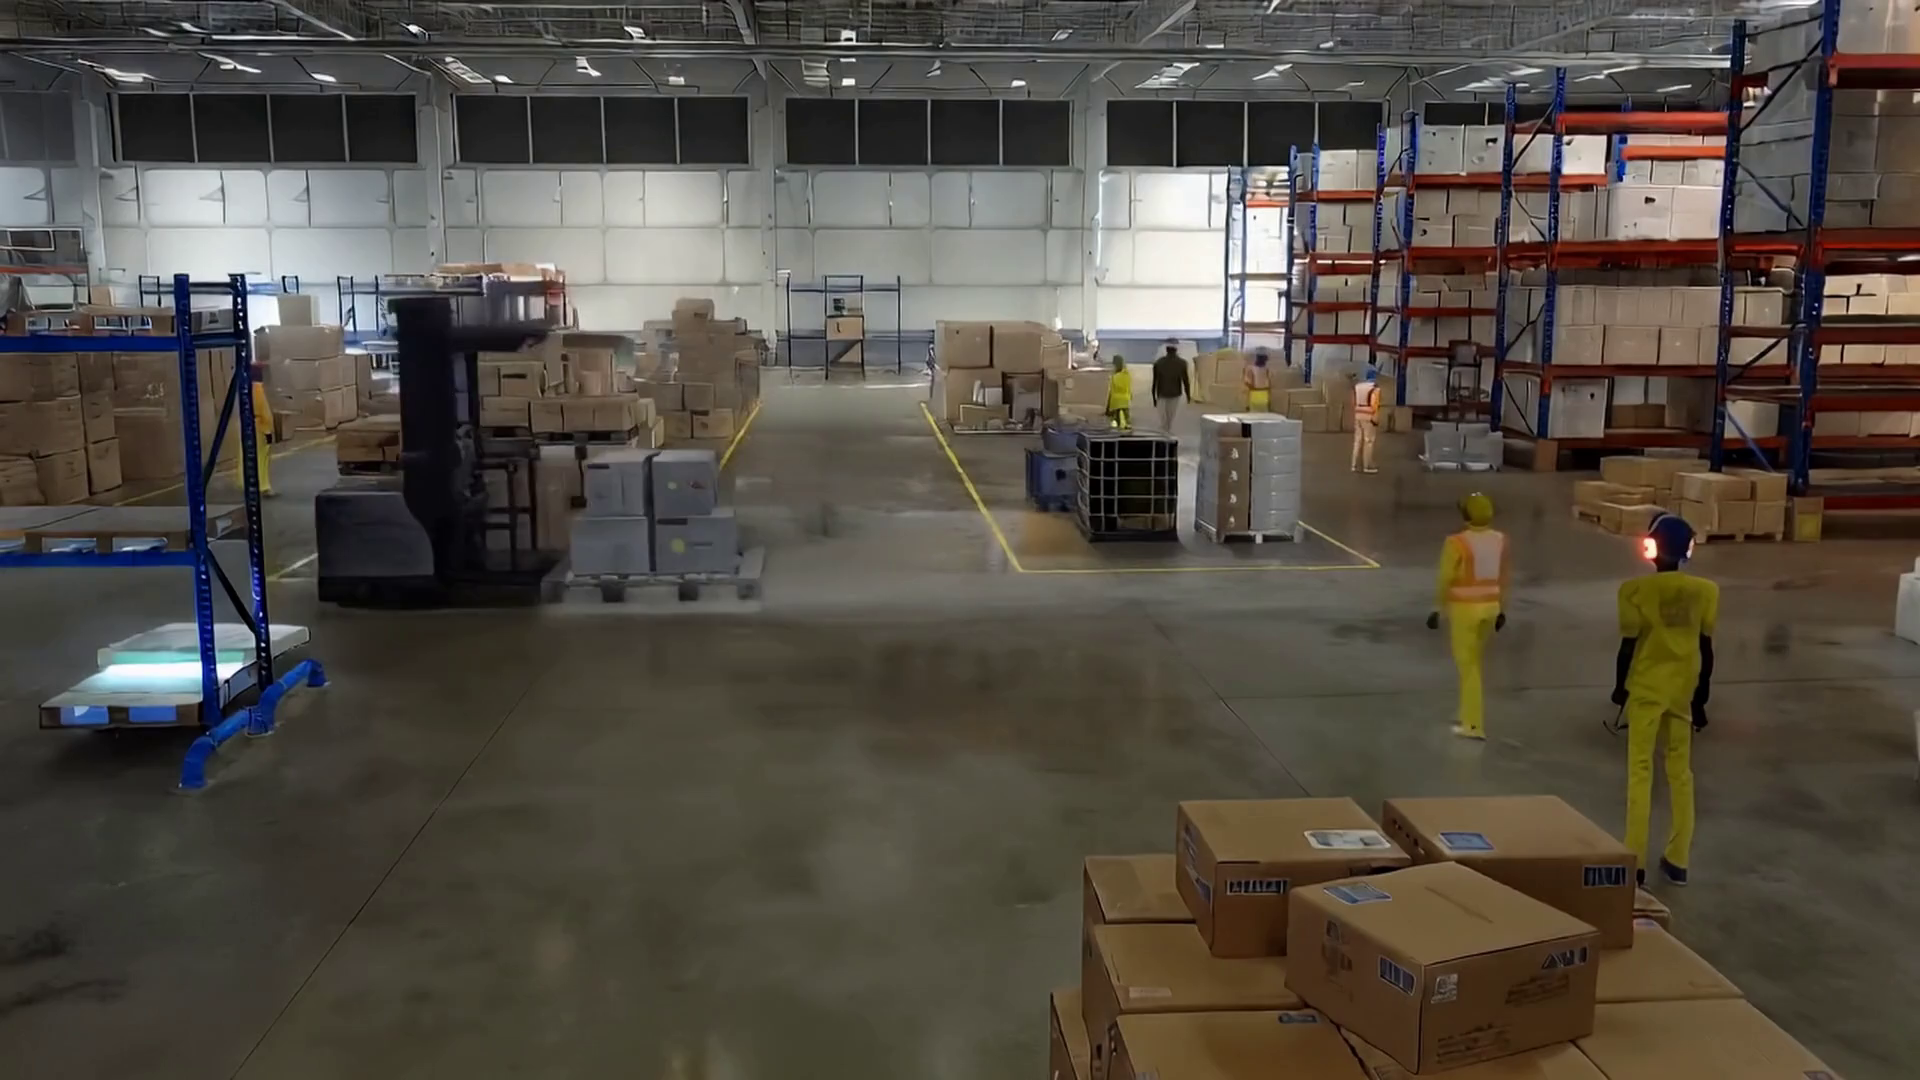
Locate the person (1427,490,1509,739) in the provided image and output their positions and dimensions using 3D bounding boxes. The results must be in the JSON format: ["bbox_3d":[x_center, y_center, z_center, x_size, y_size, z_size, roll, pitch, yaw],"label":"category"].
[{"bbox_3d":[3.323,0.481,10.970,0.518,1.621,0.563,-5,10,-27],"label":"person"}]

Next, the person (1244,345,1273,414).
[{"bbox_3d":[4.929,-2.263,27.381,0.580,1.869,0.982,-3,9,-16],"label":"person"}]

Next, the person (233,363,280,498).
[{"bbox_3d":[-9.591,-1.488,22.644,0.621,1.840,0.430,6,11,31],"label":"person"}]

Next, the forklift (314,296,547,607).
[{"bbox_3d":[-4.925,-0.854,15.393,1.873,2.768,1.129,-1,9,-4],"label":"forklift"}]

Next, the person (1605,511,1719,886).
[{"bbox_3d":[3.463,0.786,8.242,0.513,1.877,0.328,-1,9,-4],"label":"person"}]

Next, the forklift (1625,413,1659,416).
[{"bbox_3d":[14.156,-4.124,35.928,1.873,2.768,1.129,3,10,21],"label":"forklift"}]

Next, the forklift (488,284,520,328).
[{"bbox_3d":[-10.069,-4.272,36.855,1.873,2.768,1.129,-7,11,-37],"label":"forklift"}]

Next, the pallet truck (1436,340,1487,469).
[{"bbox_3d":[8.004,-2.170,26.422,0.823,1.965,1.885,2,9,14],"label":"pallet truck"}]

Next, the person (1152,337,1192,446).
[{"bbox_3d":[3.682,-2.500,28.596,0.634,1.958,0.891,6,11,35],"label":"person"}]

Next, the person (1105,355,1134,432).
[{"bbox_3d":[2.665,-2.233,27.767,0.530,1.692,0.321,-5,10,-30],"label":"person"}]

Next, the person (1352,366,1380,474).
[{"bbox_3d":[6.192,-1.822,25.354,0.311,1.638,0.523,-5,11,-31],"label":"person"}]
